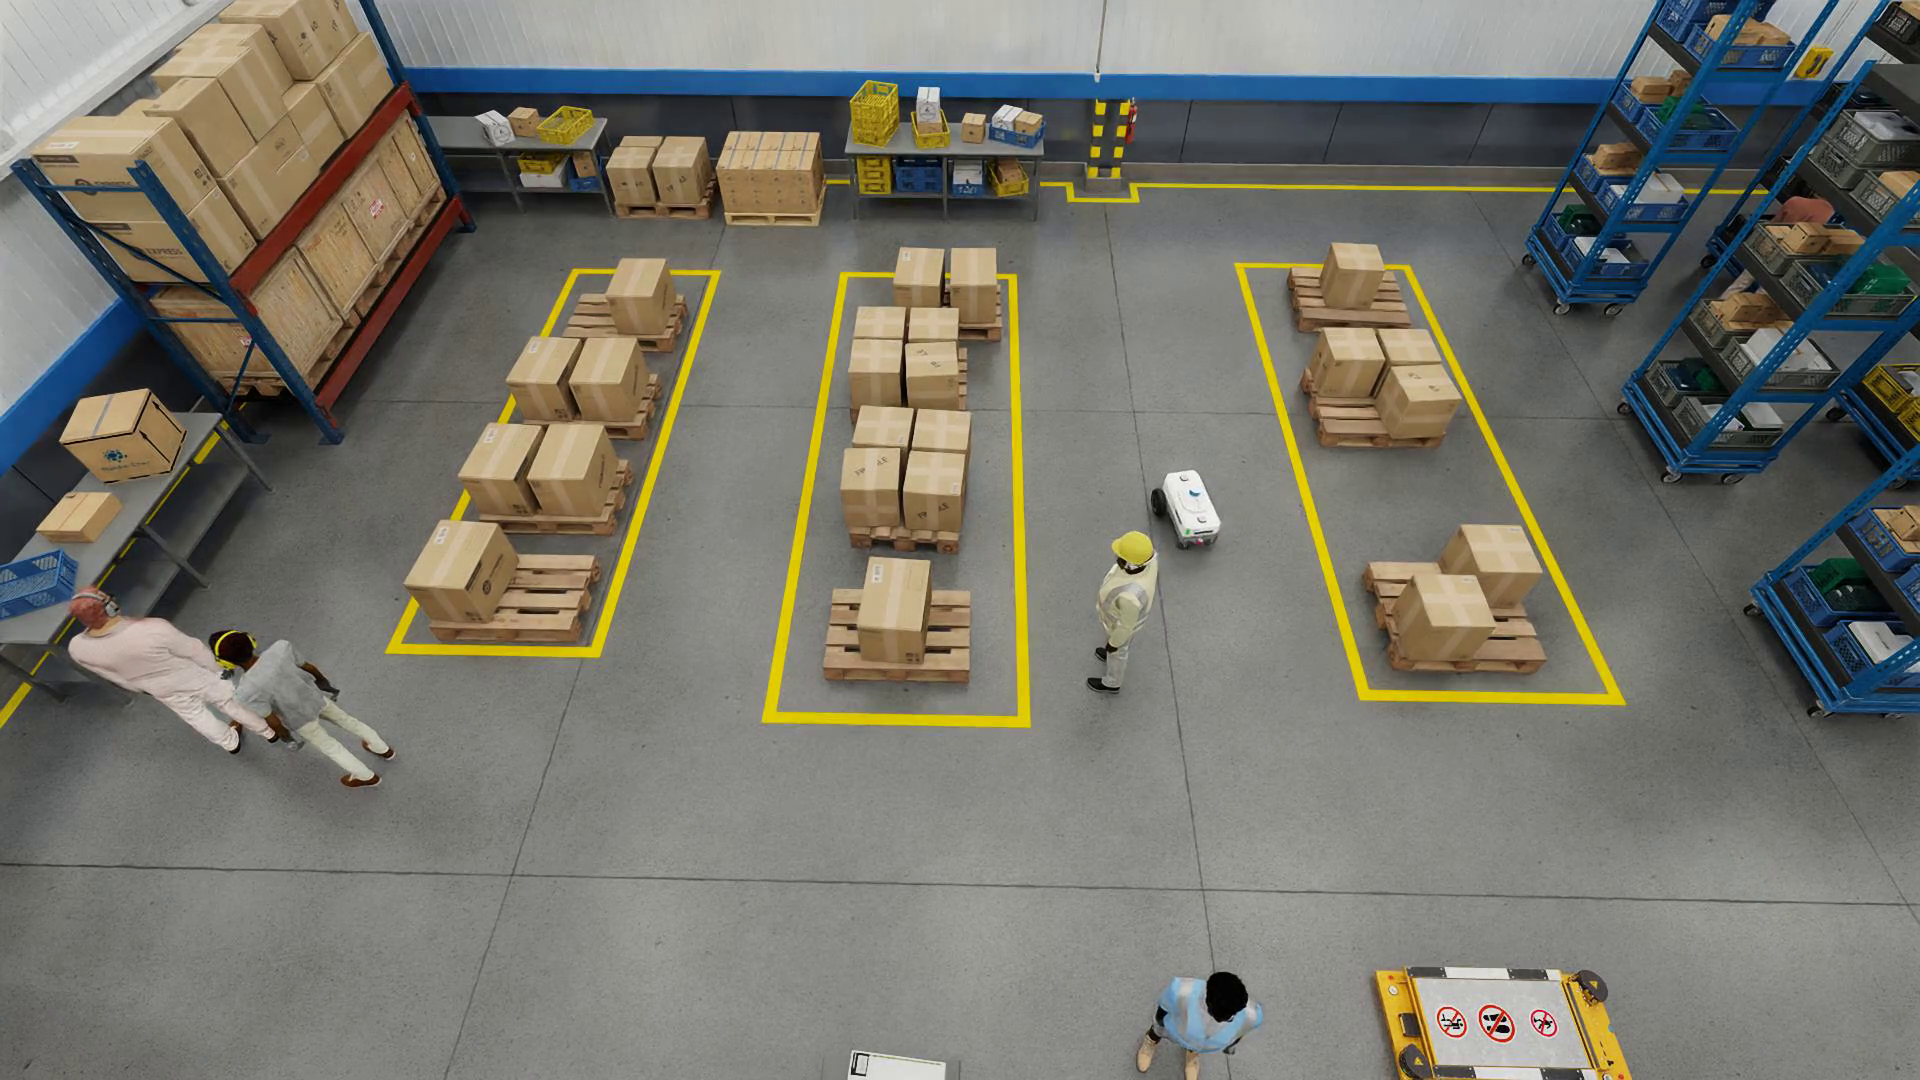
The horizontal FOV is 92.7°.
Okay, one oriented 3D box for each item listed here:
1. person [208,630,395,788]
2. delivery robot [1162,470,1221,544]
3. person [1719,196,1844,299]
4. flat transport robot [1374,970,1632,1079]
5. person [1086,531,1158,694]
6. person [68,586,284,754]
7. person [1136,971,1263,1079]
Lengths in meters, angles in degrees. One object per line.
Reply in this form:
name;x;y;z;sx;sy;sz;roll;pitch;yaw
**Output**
person;-4.624;1.203;6.464;0.310;1.869;0.531;8;51;6
delivery robot;2.138;-0.312;8.482;0.477;0.478;0.707;-7;51;-6
person;8.793;-3.005;9.828;0.411;1.979;0.625;-25;55;-19
flat transport robot;3.501;3.133;5.914;1.431;0.197;0.652;1;51;1
person;1.235;0.559;7.011;0.404;1.830;0.601;16;53;13
person;-5.662;0.962;6.638;0.642;1.906;0.410;-13;52;-10
person;1.360;2.800;5.272;0.535;1.697;0.318;11;52;9
